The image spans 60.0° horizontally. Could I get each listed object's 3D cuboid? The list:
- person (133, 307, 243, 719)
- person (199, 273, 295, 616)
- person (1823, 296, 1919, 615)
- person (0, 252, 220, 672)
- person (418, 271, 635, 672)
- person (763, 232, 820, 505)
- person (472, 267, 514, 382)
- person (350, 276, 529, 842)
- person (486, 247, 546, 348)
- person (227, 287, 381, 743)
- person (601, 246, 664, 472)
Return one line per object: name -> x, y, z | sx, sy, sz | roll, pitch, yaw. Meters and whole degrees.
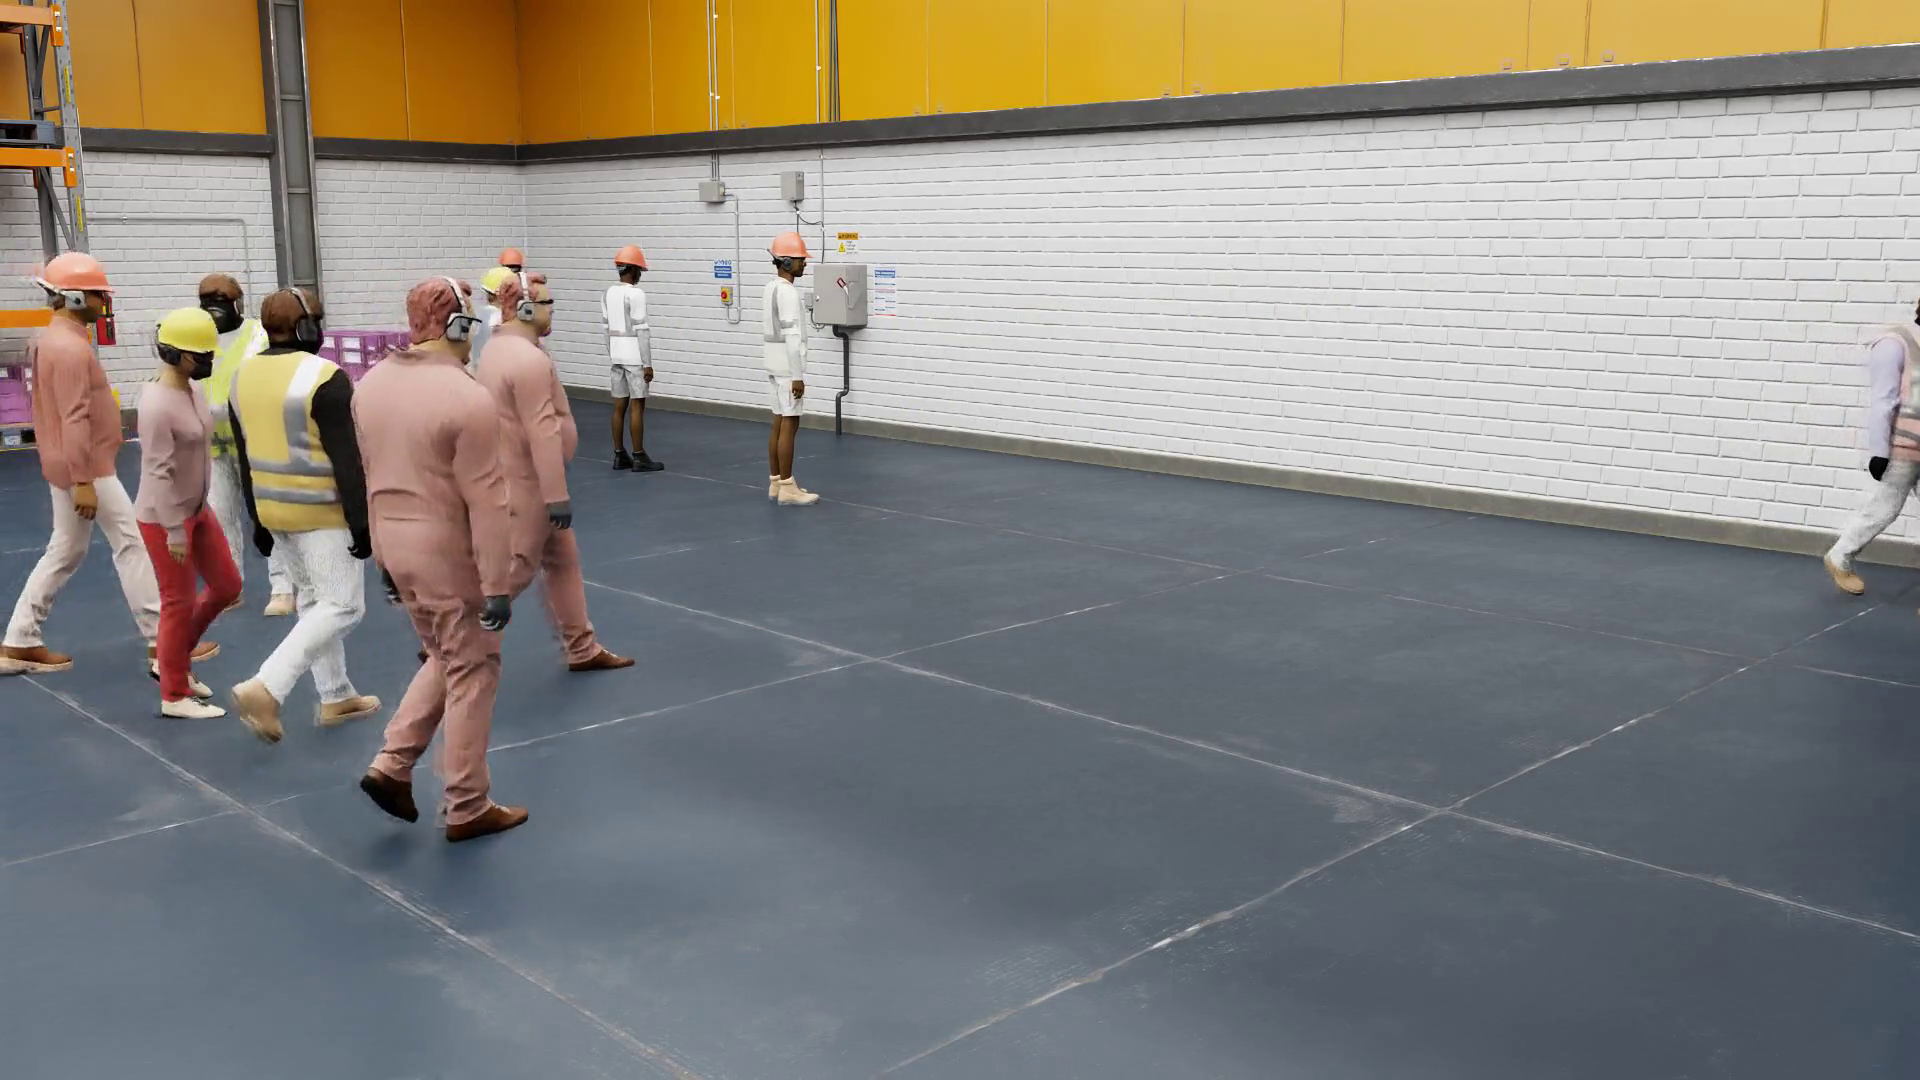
person -> -3.179, -0.091, 6.880 | 0.441, 1.726, 0.568 | 0, 10, -1
person -> -3.840, -0.492, 8.834 | 0.640, 1.832, 0.432 | 1, 10, 6
person -> 5.096, -0.507, 8.948 | 0.634, 1.807, 0.871 | -3, 11, -14
person -> -4.056, -0.348, 7.697 | 0.929, 1.954, 0.624 | -7, 13, -34
person -> -1.980, -0.263, 7.457 | 0.936, 1.876, 0.644 | -5, 11, -24
person -> -1.279, -1.288, 12.560 | 0.376, 2.042, 0.615 | -4, 11, -20
person -> -3.451, -1.122, 12.332 | 0.901, 1.796, 0.588 | -8, 13, -36
person -> -1.708, 0.078, 5.529 | 0.671, 1.888, 0.458 | 8, 13, 36
person -> -4.323, -1.894, 16.232 | 0.554, 1.914, 0.797 | -2, 11, -9
person -> -2.636, -0.091, 6.641 | 0.636, 1.822, 0.702 | 7, 12, 32
person -> -2.815, -1.546, 14.284 | 0.542, 1.929, 0.373 | 9, 14, 41
